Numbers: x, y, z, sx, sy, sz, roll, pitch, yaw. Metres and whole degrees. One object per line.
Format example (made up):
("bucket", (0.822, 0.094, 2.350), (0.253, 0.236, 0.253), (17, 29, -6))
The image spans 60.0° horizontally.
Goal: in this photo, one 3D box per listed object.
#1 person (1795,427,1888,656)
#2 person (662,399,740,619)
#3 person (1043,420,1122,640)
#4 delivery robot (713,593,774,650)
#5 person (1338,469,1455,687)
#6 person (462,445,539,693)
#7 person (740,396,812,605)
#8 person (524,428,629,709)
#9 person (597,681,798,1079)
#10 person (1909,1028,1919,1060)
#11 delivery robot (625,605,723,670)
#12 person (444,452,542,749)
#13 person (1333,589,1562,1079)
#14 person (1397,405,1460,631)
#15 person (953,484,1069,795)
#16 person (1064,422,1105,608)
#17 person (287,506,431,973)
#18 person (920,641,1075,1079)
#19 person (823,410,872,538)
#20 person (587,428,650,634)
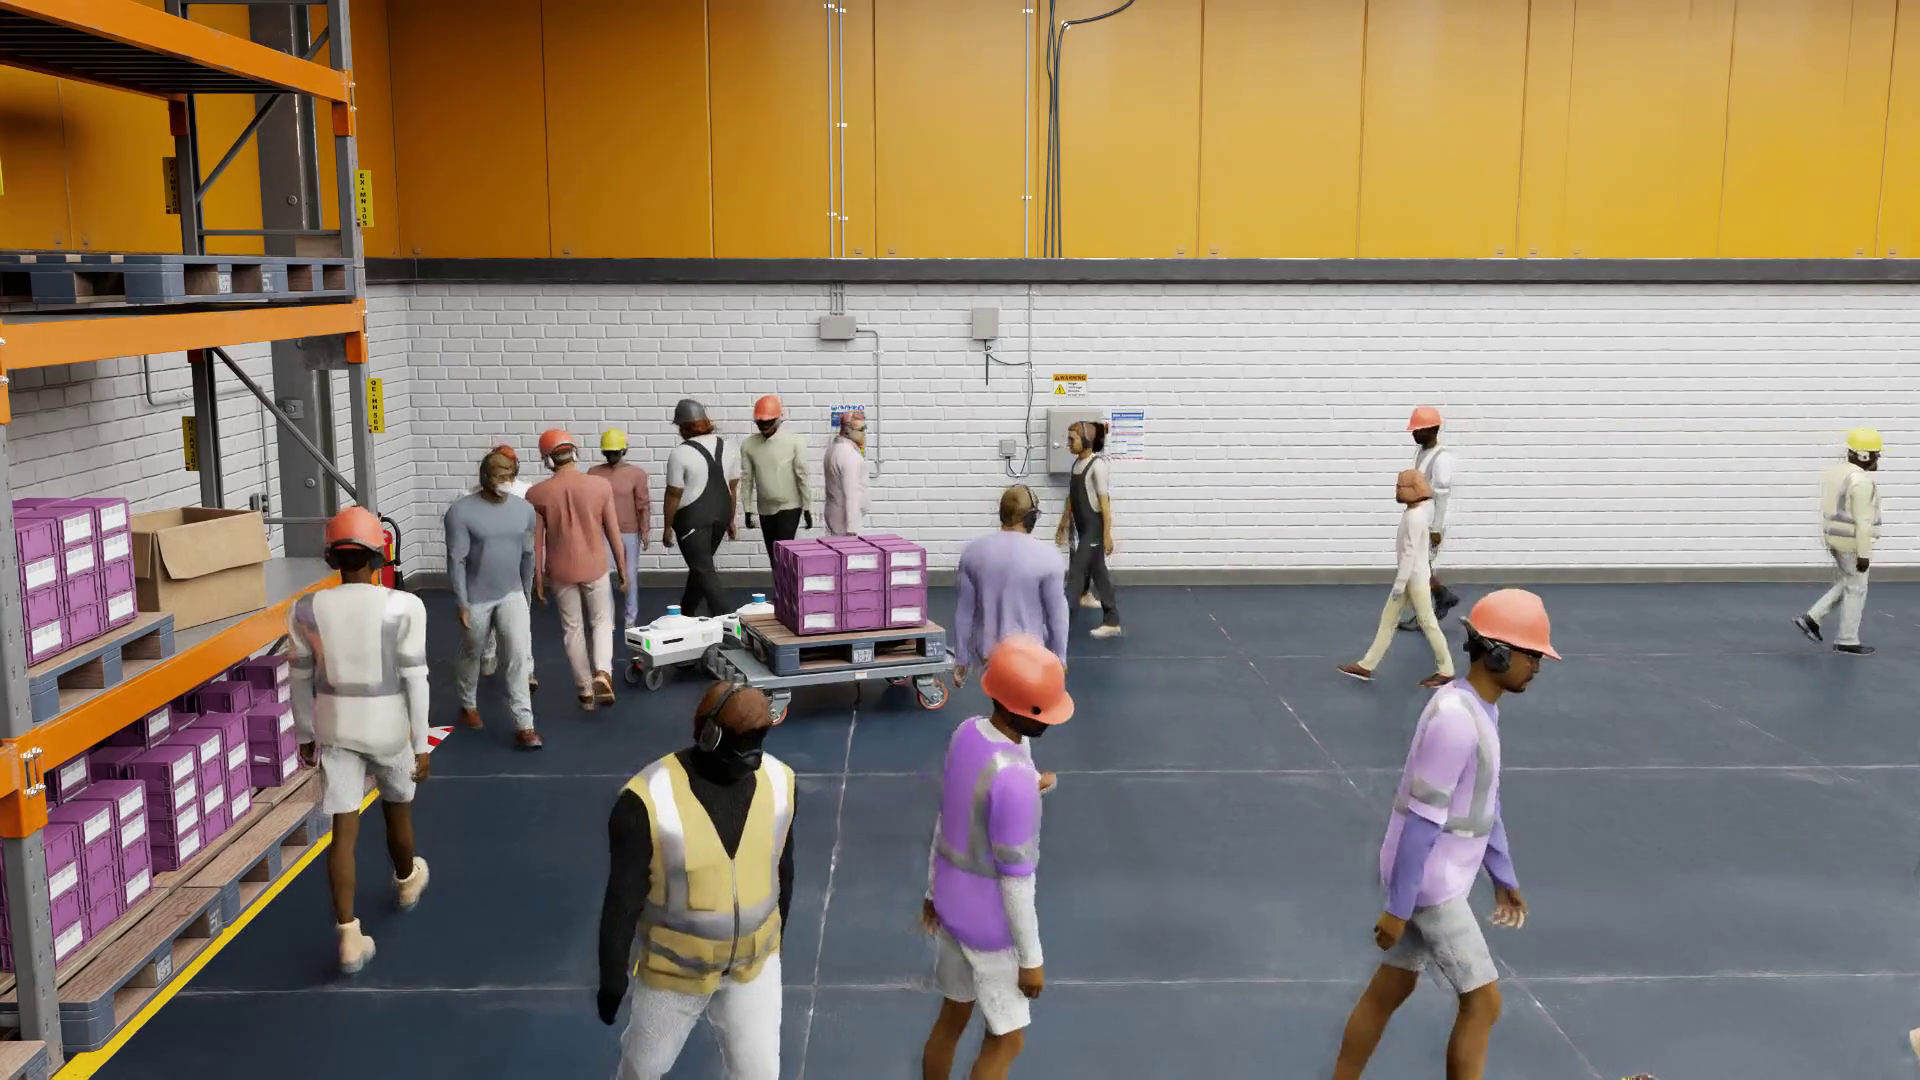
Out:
("person", (6.948, 0.014, 13.026), (0.471, 1.814, 0.611), (1, 9, 8))
("person", (-2.169, -0.214, 13.738), (1.039, 2.000, 0.682), (8, 12, 39))
("person", (0.941, -0.064, 13.526), (0.918, 1.803, 0.533), (-3, 10, -16))
("delivery robot", (-1.531, 0.652, 12.685), (0.477, 0.478, 0.707), (8, 12, 41))
("person", (3.226, 0.279, 12.076), (0.846, 1.579, 0.517), (2, 9, 12))
("person", (-3.333, 0.188, 12.103), (0.591, 1.791, 1.146), (-4, 10, -22))
("person", (-1.627, -0.266, 14.369), (0.652, 1.950, 0.764), (4, 10, 21))
("person", (-2.596, 0.222, 11.327), (0.686, 1.950, 0.635), (-3, 10, -16))
("person", (-0.854, 1.292, 5.295), (0.671, 1.798, 0.859), (-5, 11, -30))
("person", (3.785, 1.121, 5.822), (0.638, 1.952, 0.610), (3, 10, 16))
("delivery robot", (-2.100, 0.726, 12.232), (0.707, 0.478, 0.477), (-9, 13, -43))
("person", (-3.015, 0.363, 10.720), (0.642, 1.890, 1.061), (-7, 11, -35))
("person", (1.624, 1.140, 5.601), (0.891, 1.976, 0.608), (3, 10, 15))
("person", (3.913, -0.176, 13.875), (0.493, 1.912, 0.568), (-2, 9, -10))
("person", (0.266, 0.636, 9.062), (0.616, 1.884, 1.064), (7, 12, 39))
("person", (1.174, -0.214, 14.817), (0.368, 1.680, 0.542), (-1, 9, -7))
("person", (-2.673, 0.837, 7.461), (0.635, 1.982, 1.067), (-1, 9, -5))
("person", (0.061, 1.217, 5.458), (0.438, 1.887, 0.738), (-4, 10, -21))
("person", (-1.026, -0.164, 13.940), (0.790, 1.875, 0.682), (-3, 10, -18))
("person", (-2.806, -0.043, 13.600), (0.561, 1.737, 0.602), (0, 9, 2))
